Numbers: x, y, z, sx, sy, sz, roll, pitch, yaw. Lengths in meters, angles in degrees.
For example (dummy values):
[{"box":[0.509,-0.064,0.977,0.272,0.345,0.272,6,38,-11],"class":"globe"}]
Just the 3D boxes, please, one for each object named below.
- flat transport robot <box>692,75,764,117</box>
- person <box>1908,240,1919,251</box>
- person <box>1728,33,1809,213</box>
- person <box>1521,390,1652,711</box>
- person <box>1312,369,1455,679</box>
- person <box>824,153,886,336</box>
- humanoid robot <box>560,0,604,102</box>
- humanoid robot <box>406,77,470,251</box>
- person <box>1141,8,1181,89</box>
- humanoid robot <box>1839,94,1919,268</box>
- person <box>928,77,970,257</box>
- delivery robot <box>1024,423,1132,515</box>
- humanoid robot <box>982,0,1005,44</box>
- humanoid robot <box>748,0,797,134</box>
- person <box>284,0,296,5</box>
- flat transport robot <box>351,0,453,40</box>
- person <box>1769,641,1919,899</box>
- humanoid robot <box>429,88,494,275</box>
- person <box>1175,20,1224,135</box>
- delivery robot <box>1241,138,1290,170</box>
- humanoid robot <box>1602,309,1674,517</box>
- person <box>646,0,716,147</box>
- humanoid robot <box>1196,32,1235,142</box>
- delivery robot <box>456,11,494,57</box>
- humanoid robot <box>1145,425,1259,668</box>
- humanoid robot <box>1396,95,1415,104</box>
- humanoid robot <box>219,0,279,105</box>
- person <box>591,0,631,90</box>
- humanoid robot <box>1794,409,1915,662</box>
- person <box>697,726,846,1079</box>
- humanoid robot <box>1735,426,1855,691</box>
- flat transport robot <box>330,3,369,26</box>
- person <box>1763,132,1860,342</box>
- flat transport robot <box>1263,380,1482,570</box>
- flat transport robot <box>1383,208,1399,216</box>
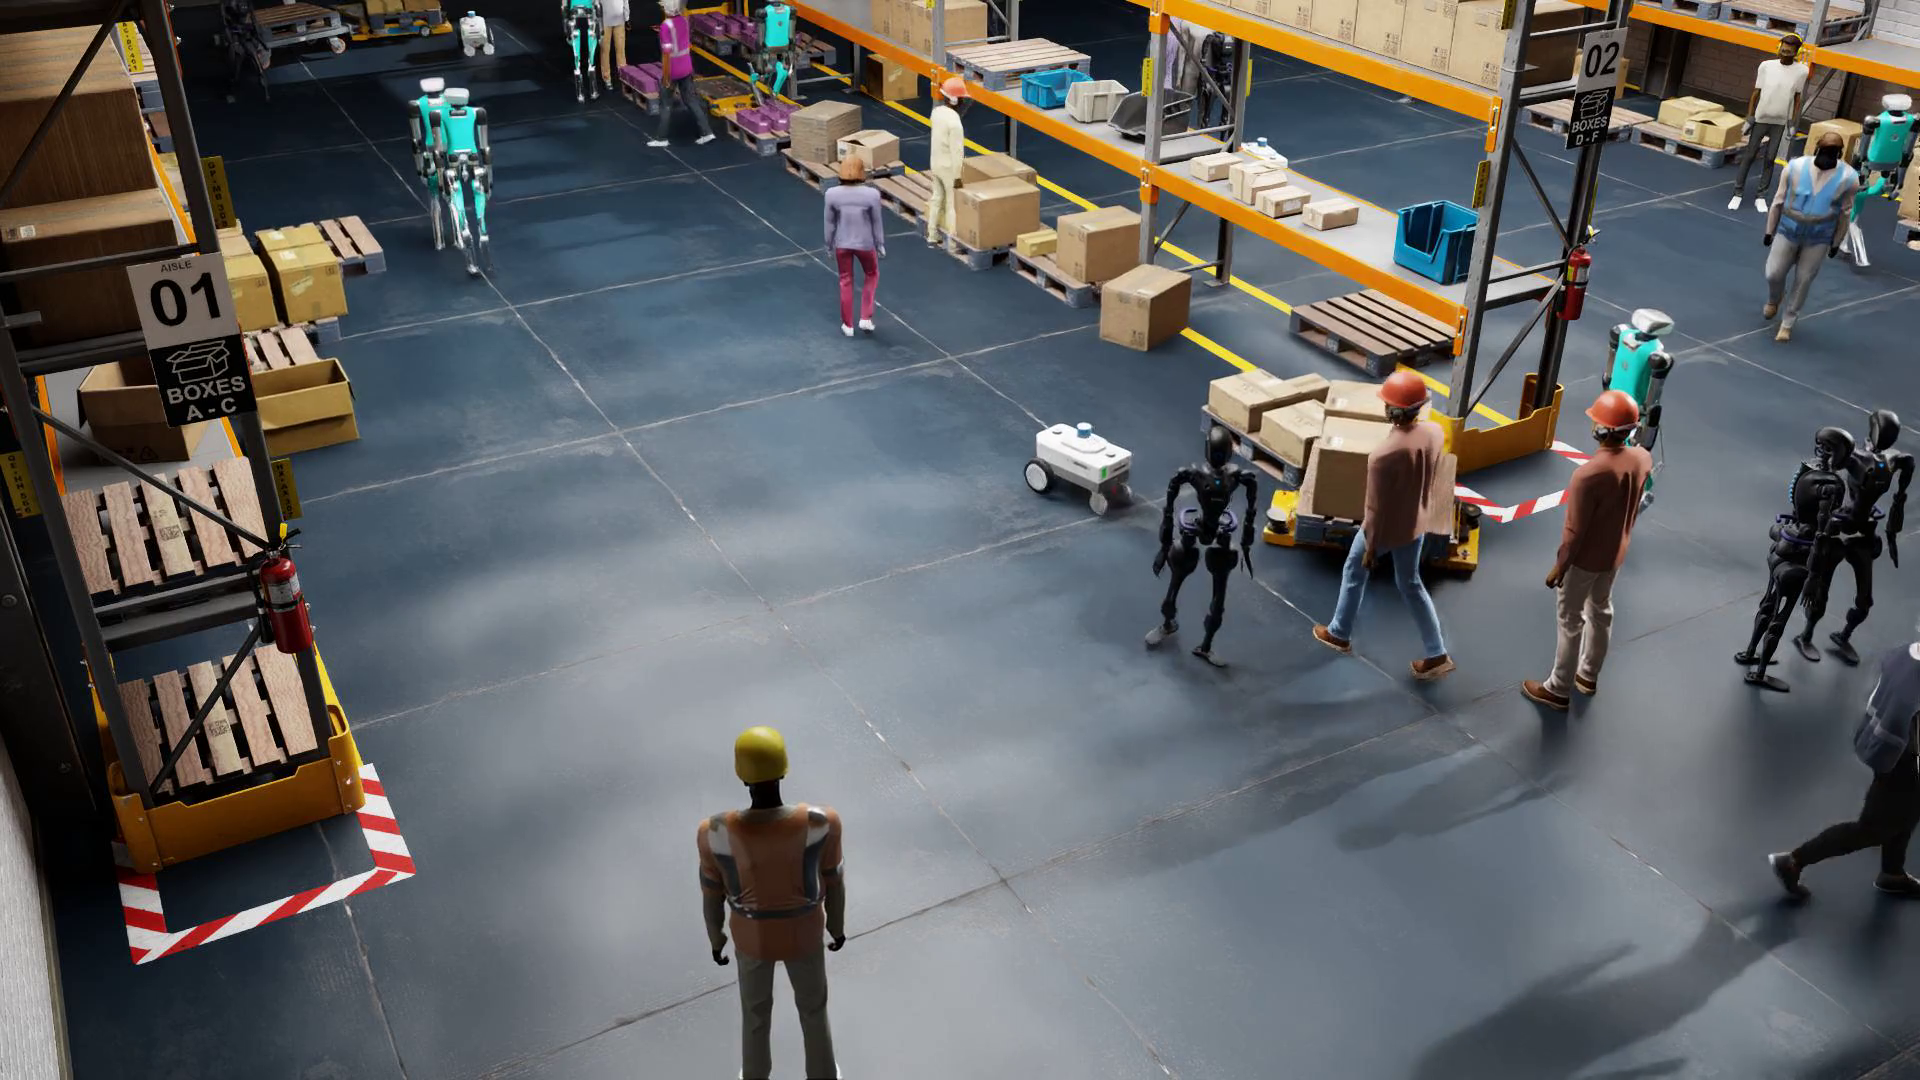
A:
[{"box":[-3.058,-5.708,21.347,0.659,0.231,1.431,-15,33,-24],"class":"flat transport robot"},{"box":[9.778,-3.688,16.342,0.605,1.751,0.418,-10,31,-18],"class":"person"},{"box":[8.483,-4.362,17.405,0.516,1.865,0.327,10,31,16],"class":"person"},{"box":[3.614,0.066,9.566,0.611,1.993,0.393,-18,34,-28],"class":"person"},{"box":[2.626,-0.075,9.855,0.626,1.971,0.930,-18,34,-28],"class":"person"},{"box":[-0.916,-2.556,14.493,0.542,1.623,0.312,5,30,8],"class":"person"},{"box":[-4.779,-6.384,21.007,0.543,1.758,0.678,-2,30,-4],"class":"humanoid robot"},{"box":[-5.111,-3.708,16.393,0.530,1.794,0.683,-12,32,-19],"class":"humanoid robot"},{"box":[2.500,-6.143,20.487,0.463,1.889,0.662,18,35,29],"class":"person"},{"box":[8.700,-3.464,15.954,0.564,1.718,1.018,1,30,1],"class":"humanoid robot"},{"box":[-0.093,-3.670,16.323,0.380,1.740,0.573,-12,32,-20],"class":"person"},{"box":[0.879,-0.561,12.113,0.499,0.609,0.812,-26,39,-38],"class":"delivery robot"},{"box":[0.484,-7.801,23.576,0.357,1.639,0.606,9,31,14],"class":"humanoid robot"},{"box":[-2.259,-5.686,19.824,0.550,1.731,1.003,-19,35,-29],"class":"humanoid robot"},{"box":[-10.118,-8.526,24.673,0.430,1.843,0.624,-9,31,-14],"class":"person"},{"box":[-8.318,-7.633,24.697,1.431,0.231,0.659,-12,32,-19],"class":"flat transport robot"},{"box":[4.534,1.067,8.087,0.803,1.727,0.744,7,31,11],"class":"person"},{"box":[-4.614,-3.276,15.658,0.577,1.794,0.776,-10,31,-17],"class":"humanoid robot"},{"box":[2.772,-5.426,19.225,0.567,1.896,0.376,-1,30,-2],"class":"person"},{"box":[3.305,-4.087,18.256,0.499,0.613,0.807,-10,31,-17],"class":"delivery robot"},{"box":[4.682,-0.766,11.314,0.923,1.770,0.590,-10,31,-17],"class":"humanoid robot"},{"box":[-3.281,-5.496,19.440,0.783,1.828,0.584,14,33,22],"class":"person"},{"box":[3.016,-5.277,19.167,0.599,1.657,0.315,-6,30,-11],"class":"humanoid robot"},{"box":[-6.919,-7.224,23.717,0.523,0.613,0.784,-8,31,-14],"class":"delivery robot"},{"box":[1.466,0.010,9.989,0.609,1.645,0.489,0,30,1],"class":"humanoid robot"},{"box":[6.010,-6.344,21.029,0.895,1.817,0.558,7,31,13],"class":"humanoid robot"},{"box":[-9.141,-6.345,21.091,0.769,1.636,0.593,12,32,20],"class":"humanoid robot"},{"box":[-4.570,-6.824,21.793,0.566,1.755,0.320,-21,36,-33],"class":"person"},{"box":[5.367,-0.026,10.030,0.613,1.649,0.319,-1,30,-1],"class":"humanoid robot"},{"box":[-0.772,1.610,6.969,0.594,1.912,0.436,-2,30,-4],"class":"person"},{"box":[4.960,0.080,9.846,0.315,1.653,0.599,7,31,12],"class":"humanoid robot"},{"box":[-8.965,-7.917,25.192,0.659,0.231,1.431,-23,37,-34],"class":"flat transport robot"},{"box":[7.342,-2.648,14.449,0.643,1.832,0.491,16,33,26],"class":"person"},{"box":[2.879,-0.112,11.604,1.431,0.231,0.659,8,31,14],"class":"flat transport robot"},{"box":[4.277,-3.005,16.641,0.659,0.231,1.431,-9,31,-16],"class":"flat transport robot"}]
